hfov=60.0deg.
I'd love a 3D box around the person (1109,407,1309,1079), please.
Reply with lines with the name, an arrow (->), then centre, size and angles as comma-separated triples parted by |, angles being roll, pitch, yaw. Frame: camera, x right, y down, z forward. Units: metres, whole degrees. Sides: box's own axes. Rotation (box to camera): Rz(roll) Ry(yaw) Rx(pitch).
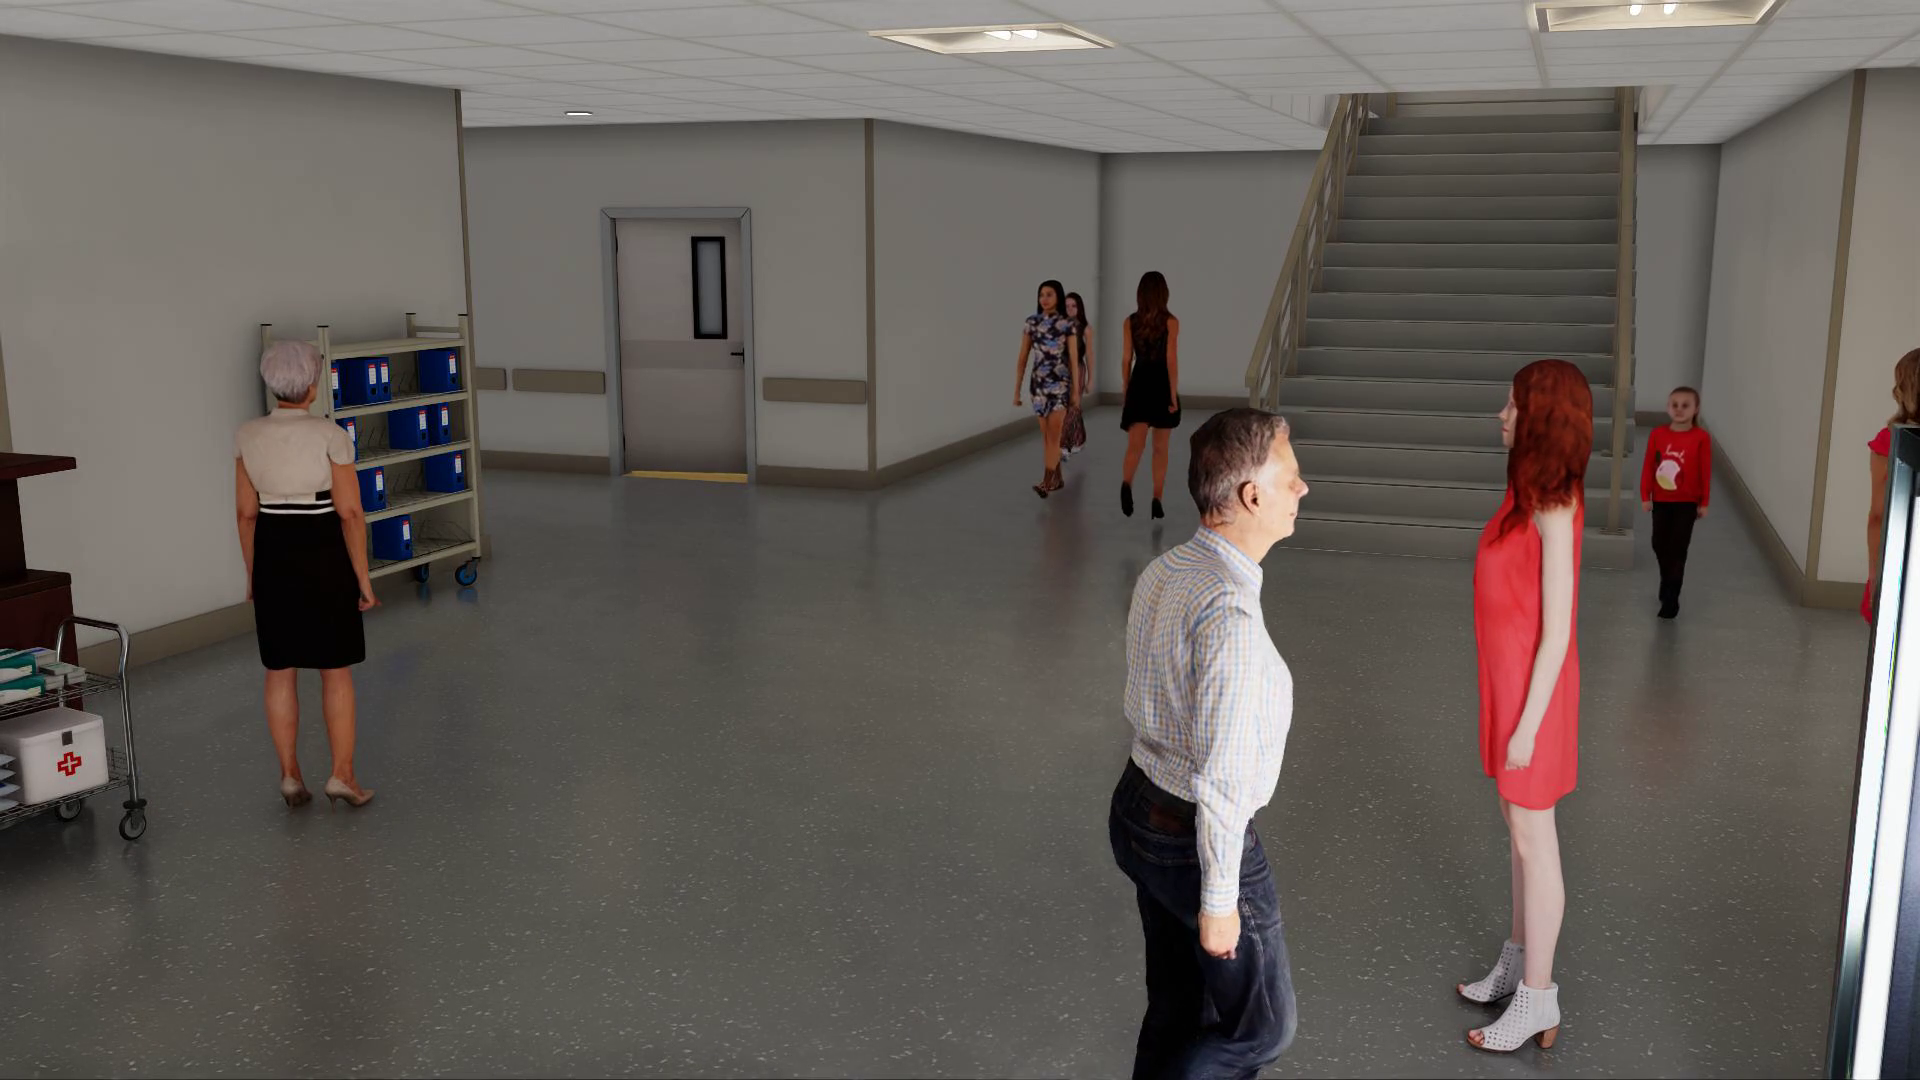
person -> 0.405, 0.629, 3.422 | 0.889, 1.803, 0.805 | -3, 11, -15

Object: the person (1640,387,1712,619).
person -> 4.024, -0.219, 9.343 | 0.649, 1.262, 0.950 | 7, 13, 34

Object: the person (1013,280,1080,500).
person -> 0.750, -1.177, 13.243 | 0.652, 1.690, 1.060 | 4, 12, 22

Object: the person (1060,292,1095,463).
person -> 1.040, -1.486, 15.344 | 0.589, 1.515, 1.113 | 4, 12, 22

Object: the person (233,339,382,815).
person -> -2.413, 0.143, 6.115 | 0.696, 1.754, 0.627 | 1, 11, 4

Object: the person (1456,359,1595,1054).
person -> 1.505, 0.435, 4.381 | 0.681, 1.828, 0.484 | 2, 11, 13

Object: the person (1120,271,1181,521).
person -> 1.315, -0.964, 11.808 | 0.568, 1.806, 1.100 | 4, 11, 20
